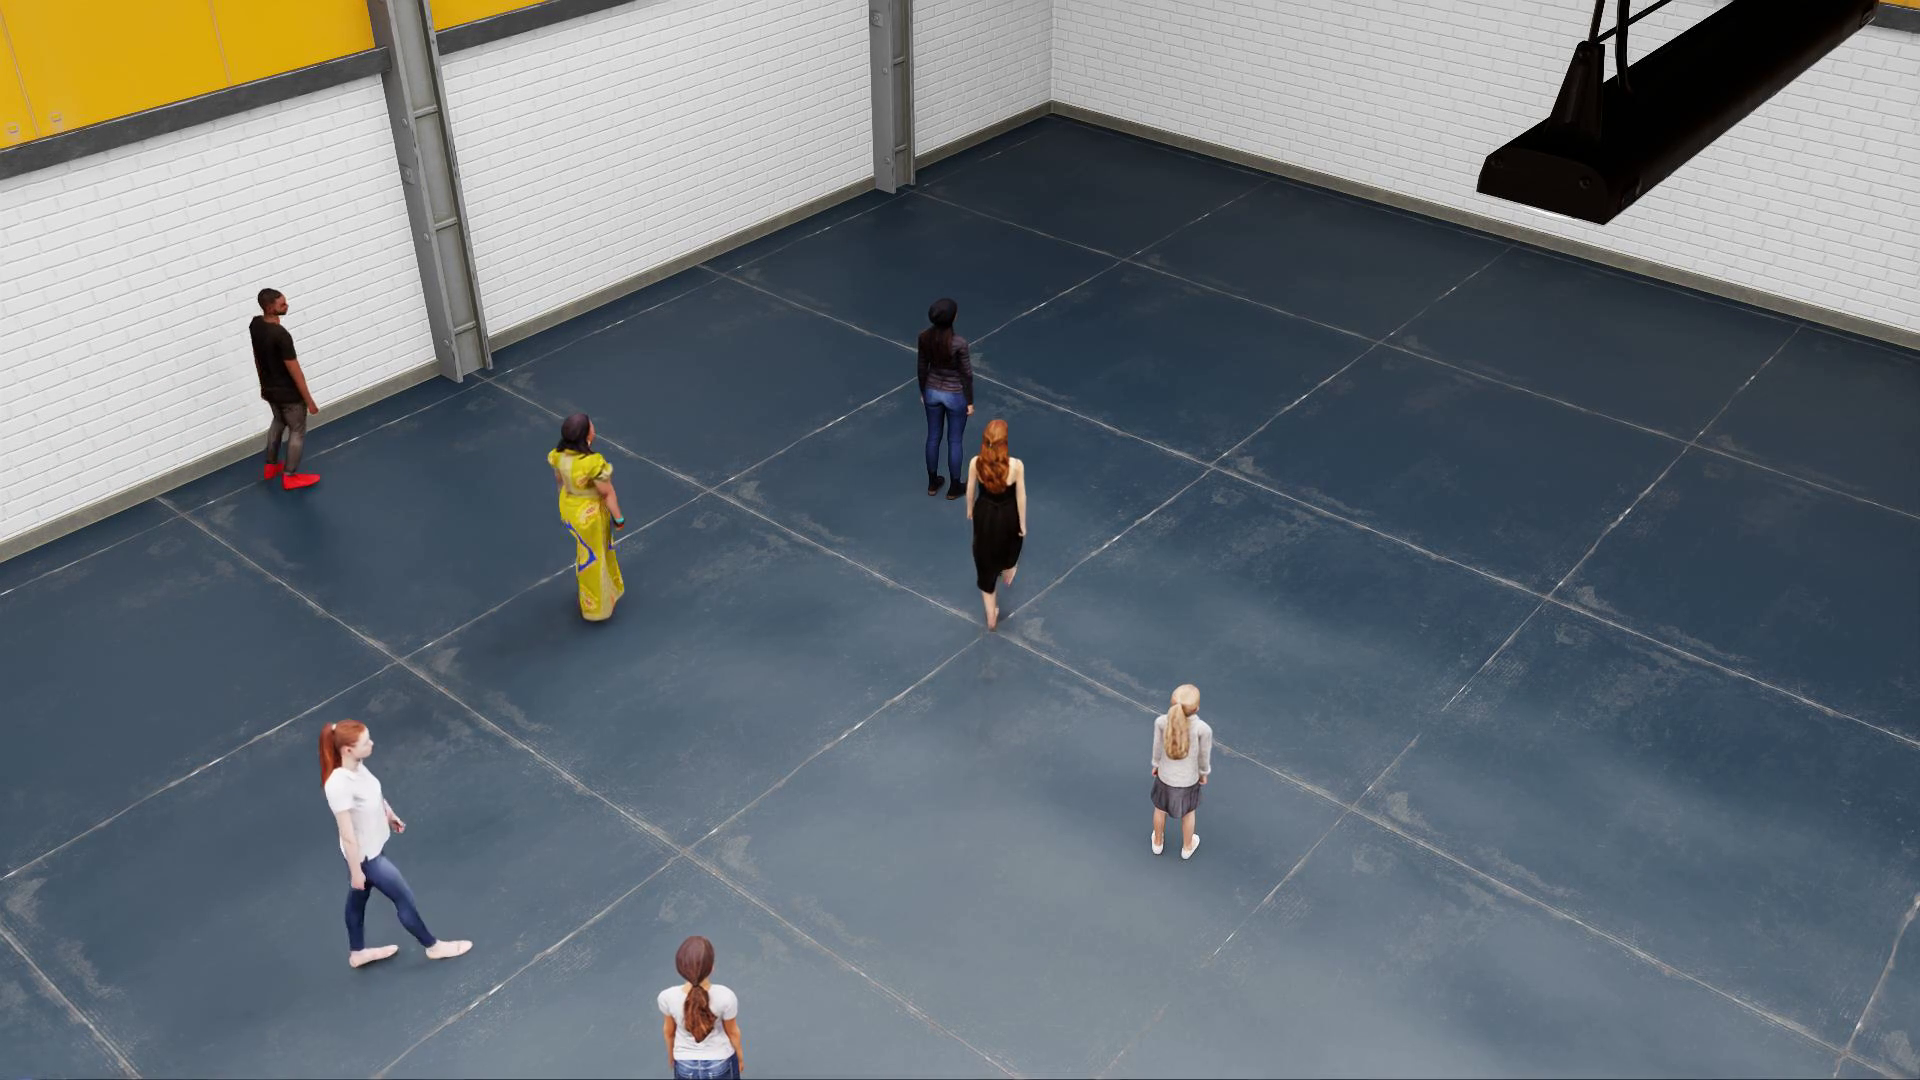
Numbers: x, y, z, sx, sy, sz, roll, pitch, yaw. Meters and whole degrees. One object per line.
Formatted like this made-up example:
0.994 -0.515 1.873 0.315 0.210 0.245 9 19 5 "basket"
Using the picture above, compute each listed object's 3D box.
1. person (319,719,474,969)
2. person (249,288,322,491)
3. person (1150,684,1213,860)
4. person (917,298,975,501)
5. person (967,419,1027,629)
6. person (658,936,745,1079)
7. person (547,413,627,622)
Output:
-3.329 1.707 9.039 1.019 1.714 0.889 -13 36 -18 "person"
-5.483 -1.182 13.336 0.820 1.768 0.585 13 36 18 "person"
1.310 1.373 9.938 0.588 1.276 0.621 9 35 13 "person"
-0.119 -1.133 13.282 0.674 1.746 0.636 16 37 22 "person"
0.244 -0.077 11.830 0.927 1.596 1.066 3 34 5 "person"
-1.221 2.498 7.986 0.620 1.562 0.668 1 34 2 "person"
-2.709 -0.124 11.857 0.787 1.645 0.755 21 39 29 "person"
